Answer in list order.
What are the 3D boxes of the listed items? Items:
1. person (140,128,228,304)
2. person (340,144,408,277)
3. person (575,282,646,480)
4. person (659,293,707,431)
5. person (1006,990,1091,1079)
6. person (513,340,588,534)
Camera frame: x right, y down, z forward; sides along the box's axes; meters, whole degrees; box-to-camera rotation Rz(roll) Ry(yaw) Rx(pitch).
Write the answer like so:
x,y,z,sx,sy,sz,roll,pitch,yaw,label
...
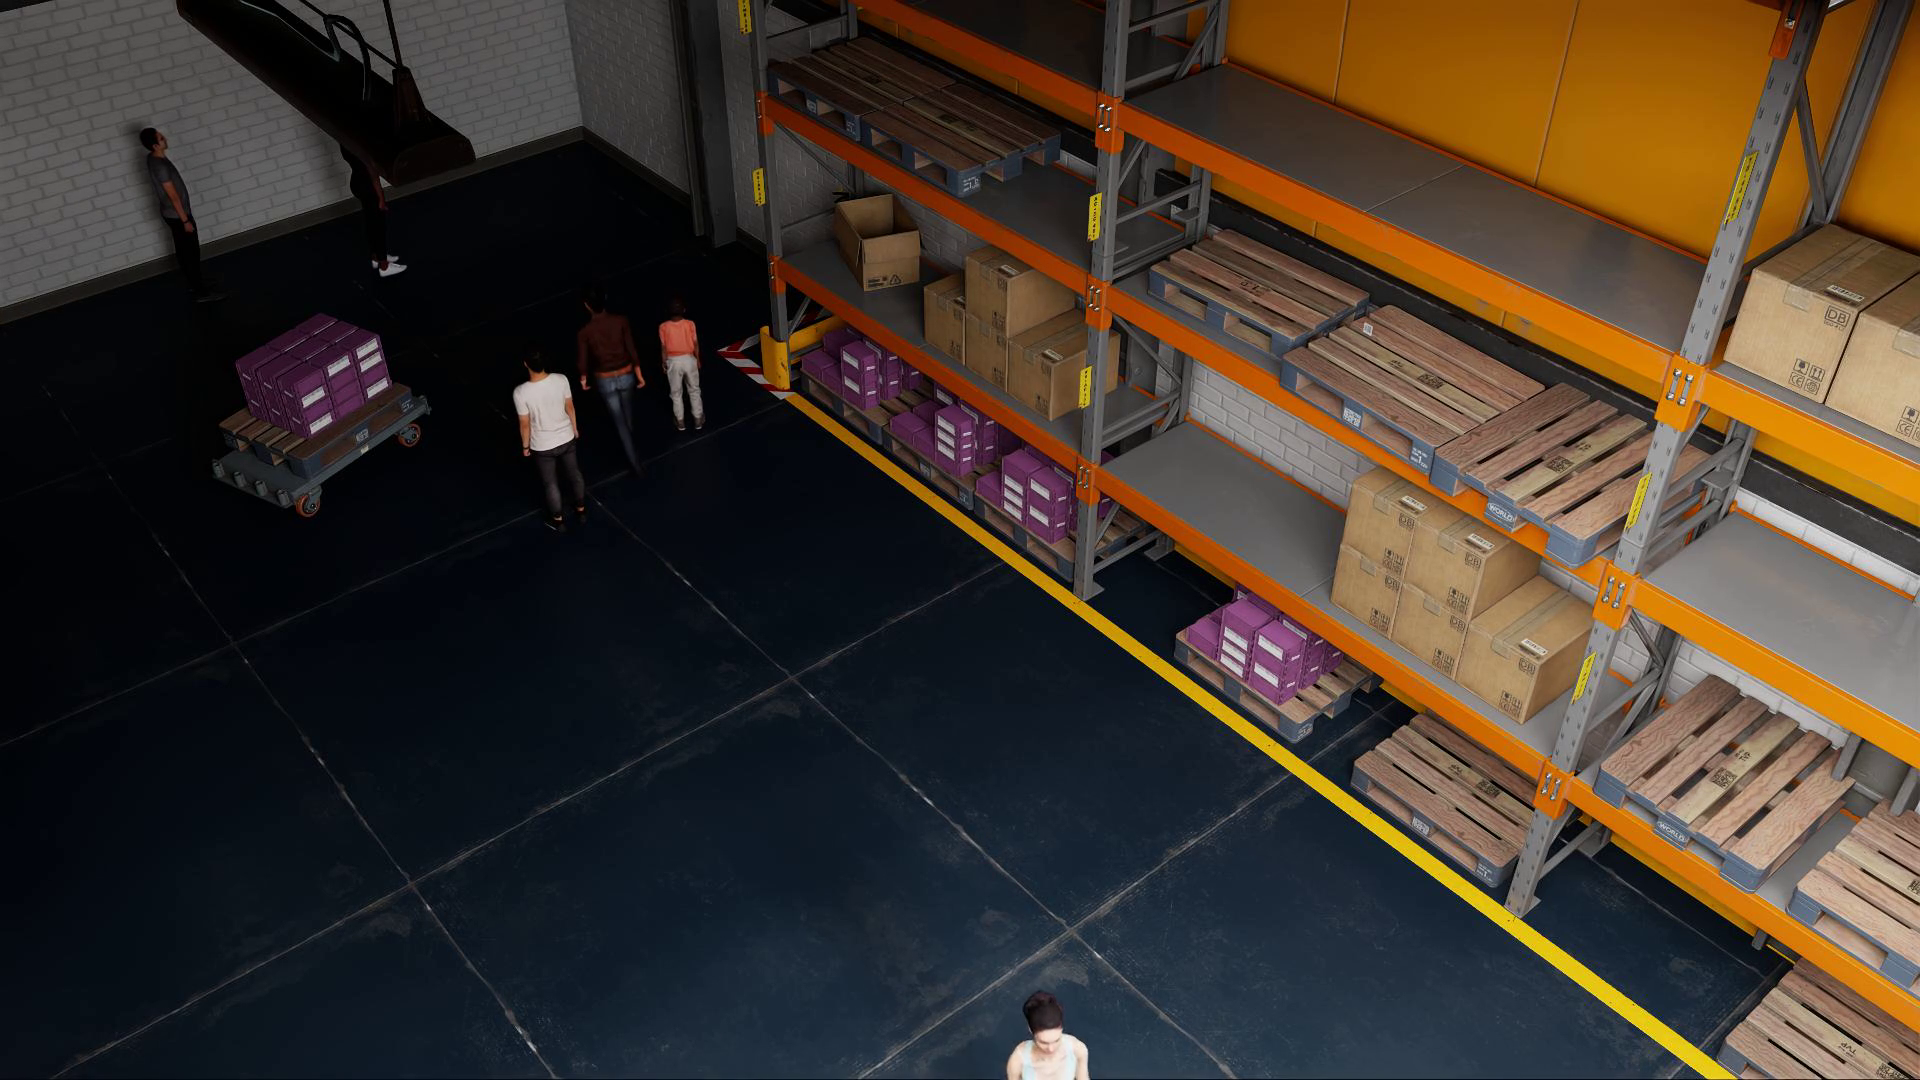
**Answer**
x,y,z,sx,sy,sz,roll,pitch,yaw,label
-7.539,-3.144,16.006,0.677,1.753,0.497,-24,45,-27,person
-5.832,-3.446,16.404,0.645,1.729,0.484,-29,47,-31,person
-2.809,-1.253,13.647,0.785,1.743,1.003,-18,42,-21,person
-2.403,-1.538,14.352,0.558,1.308,0.587,-9,40,-11,person
0.411,2.878,8.497,0.869,1.714,1.231,-12,40,-15,person
-3.229,-0.822,13.122,0.638,1.722,0.545,-24,44,-27,person
